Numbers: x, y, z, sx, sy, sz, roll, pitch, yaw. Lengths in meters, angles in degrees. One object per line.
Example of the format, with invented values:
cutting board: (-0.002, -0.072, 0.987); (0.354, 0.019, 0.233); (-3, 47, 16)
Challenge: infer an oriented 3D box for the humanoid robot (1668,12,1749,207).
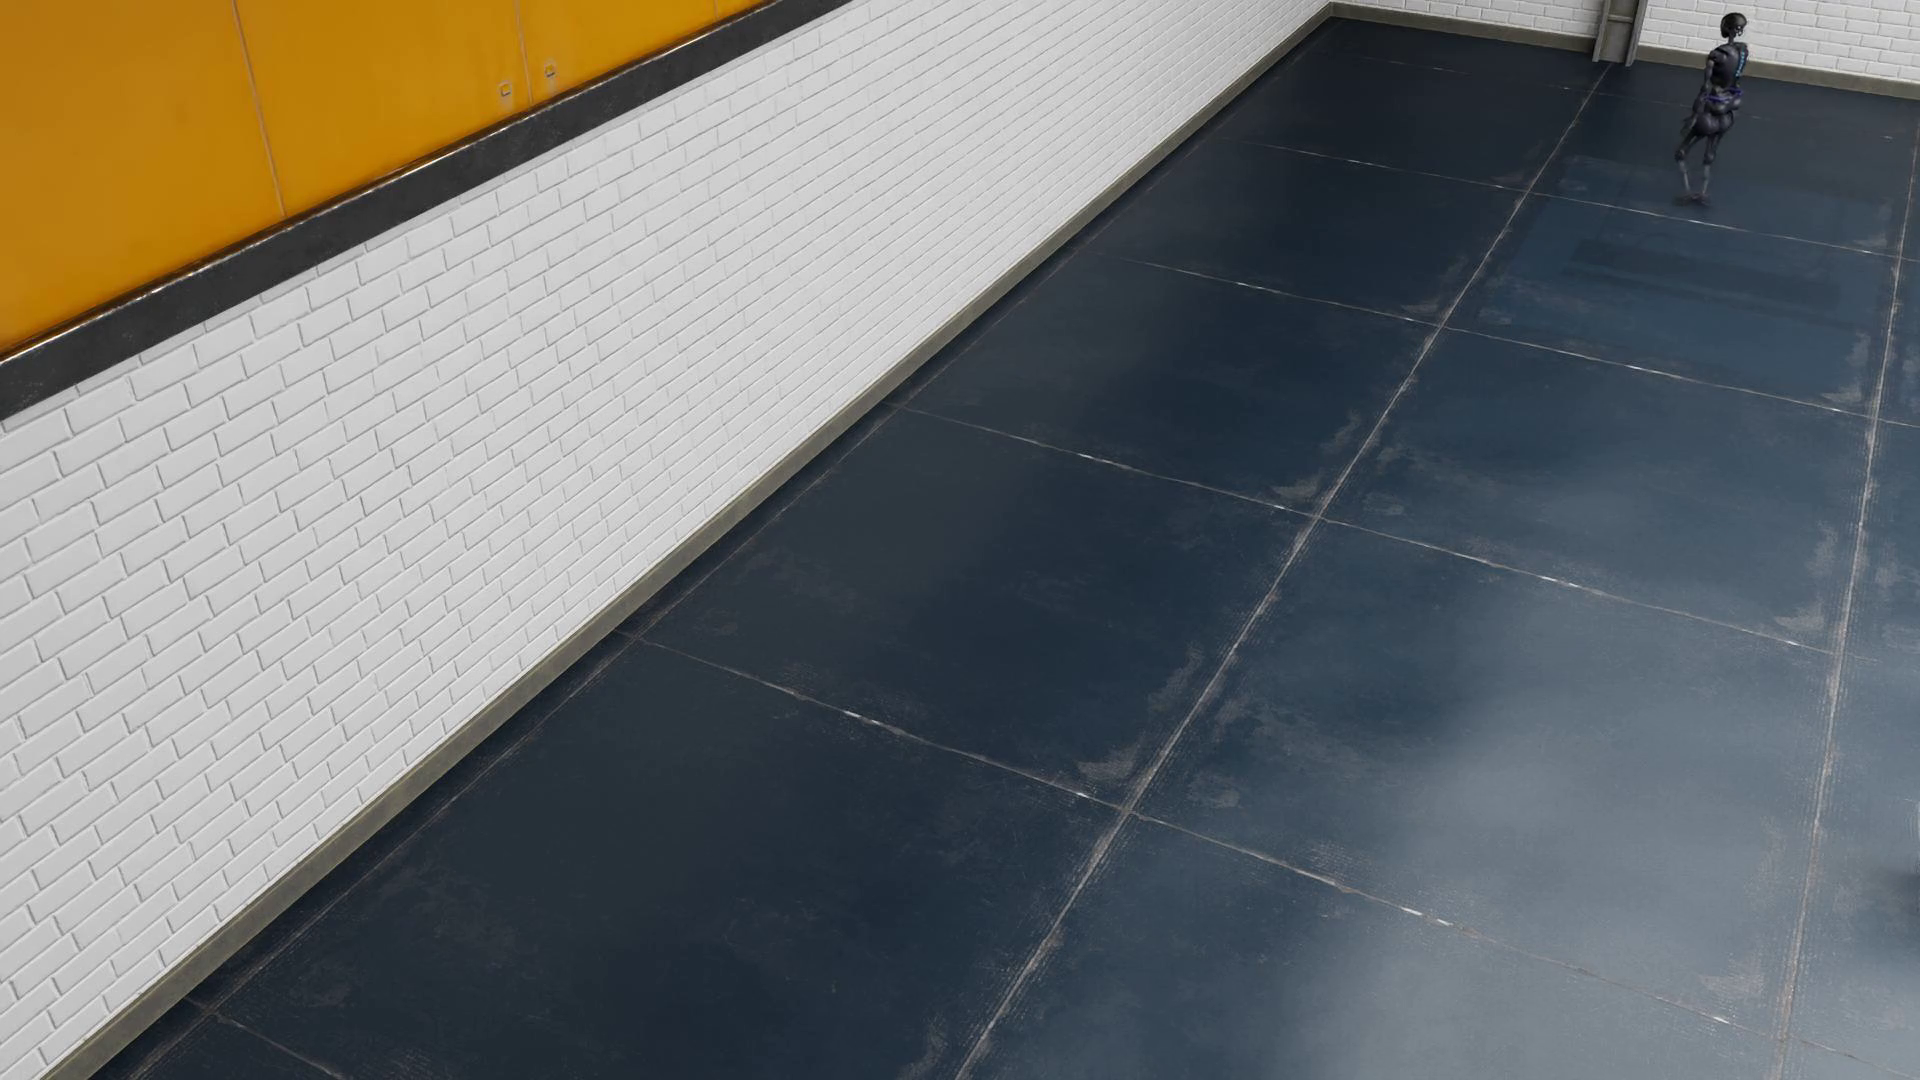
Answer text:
humanoid robot: (6.430, -3.660, 14.165); (0.616, 1.639, 0.364); (-21, 39, -28)
